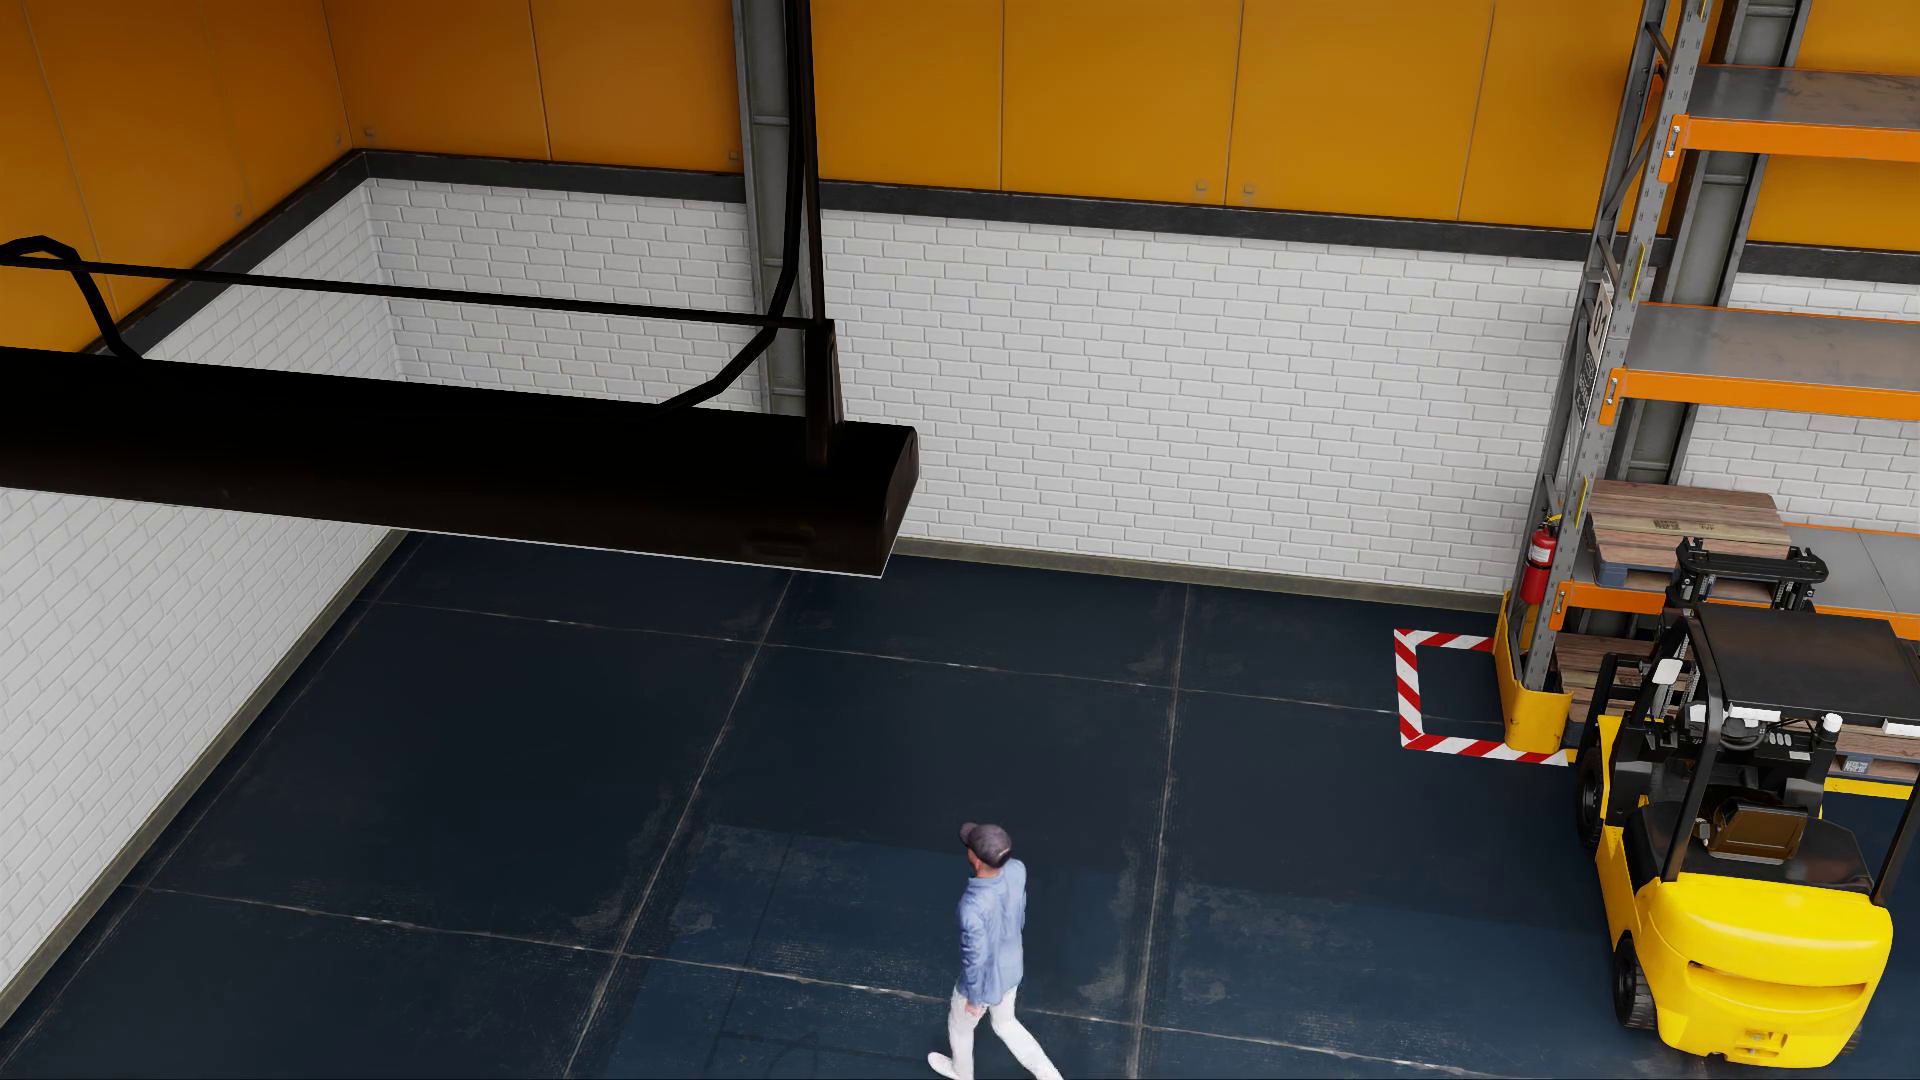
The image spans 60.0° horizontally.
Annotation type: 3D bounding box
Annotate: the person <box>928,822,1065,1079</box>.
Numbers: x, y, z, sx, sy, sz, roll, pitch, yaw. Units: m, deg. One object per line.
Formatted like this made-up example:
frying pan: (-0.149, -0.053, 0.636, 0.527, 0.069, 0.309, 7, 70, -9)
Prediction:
person: (0.205, 2.168, 8.227, 1.168, 1.864, 0.964, 23, 40, 31)
